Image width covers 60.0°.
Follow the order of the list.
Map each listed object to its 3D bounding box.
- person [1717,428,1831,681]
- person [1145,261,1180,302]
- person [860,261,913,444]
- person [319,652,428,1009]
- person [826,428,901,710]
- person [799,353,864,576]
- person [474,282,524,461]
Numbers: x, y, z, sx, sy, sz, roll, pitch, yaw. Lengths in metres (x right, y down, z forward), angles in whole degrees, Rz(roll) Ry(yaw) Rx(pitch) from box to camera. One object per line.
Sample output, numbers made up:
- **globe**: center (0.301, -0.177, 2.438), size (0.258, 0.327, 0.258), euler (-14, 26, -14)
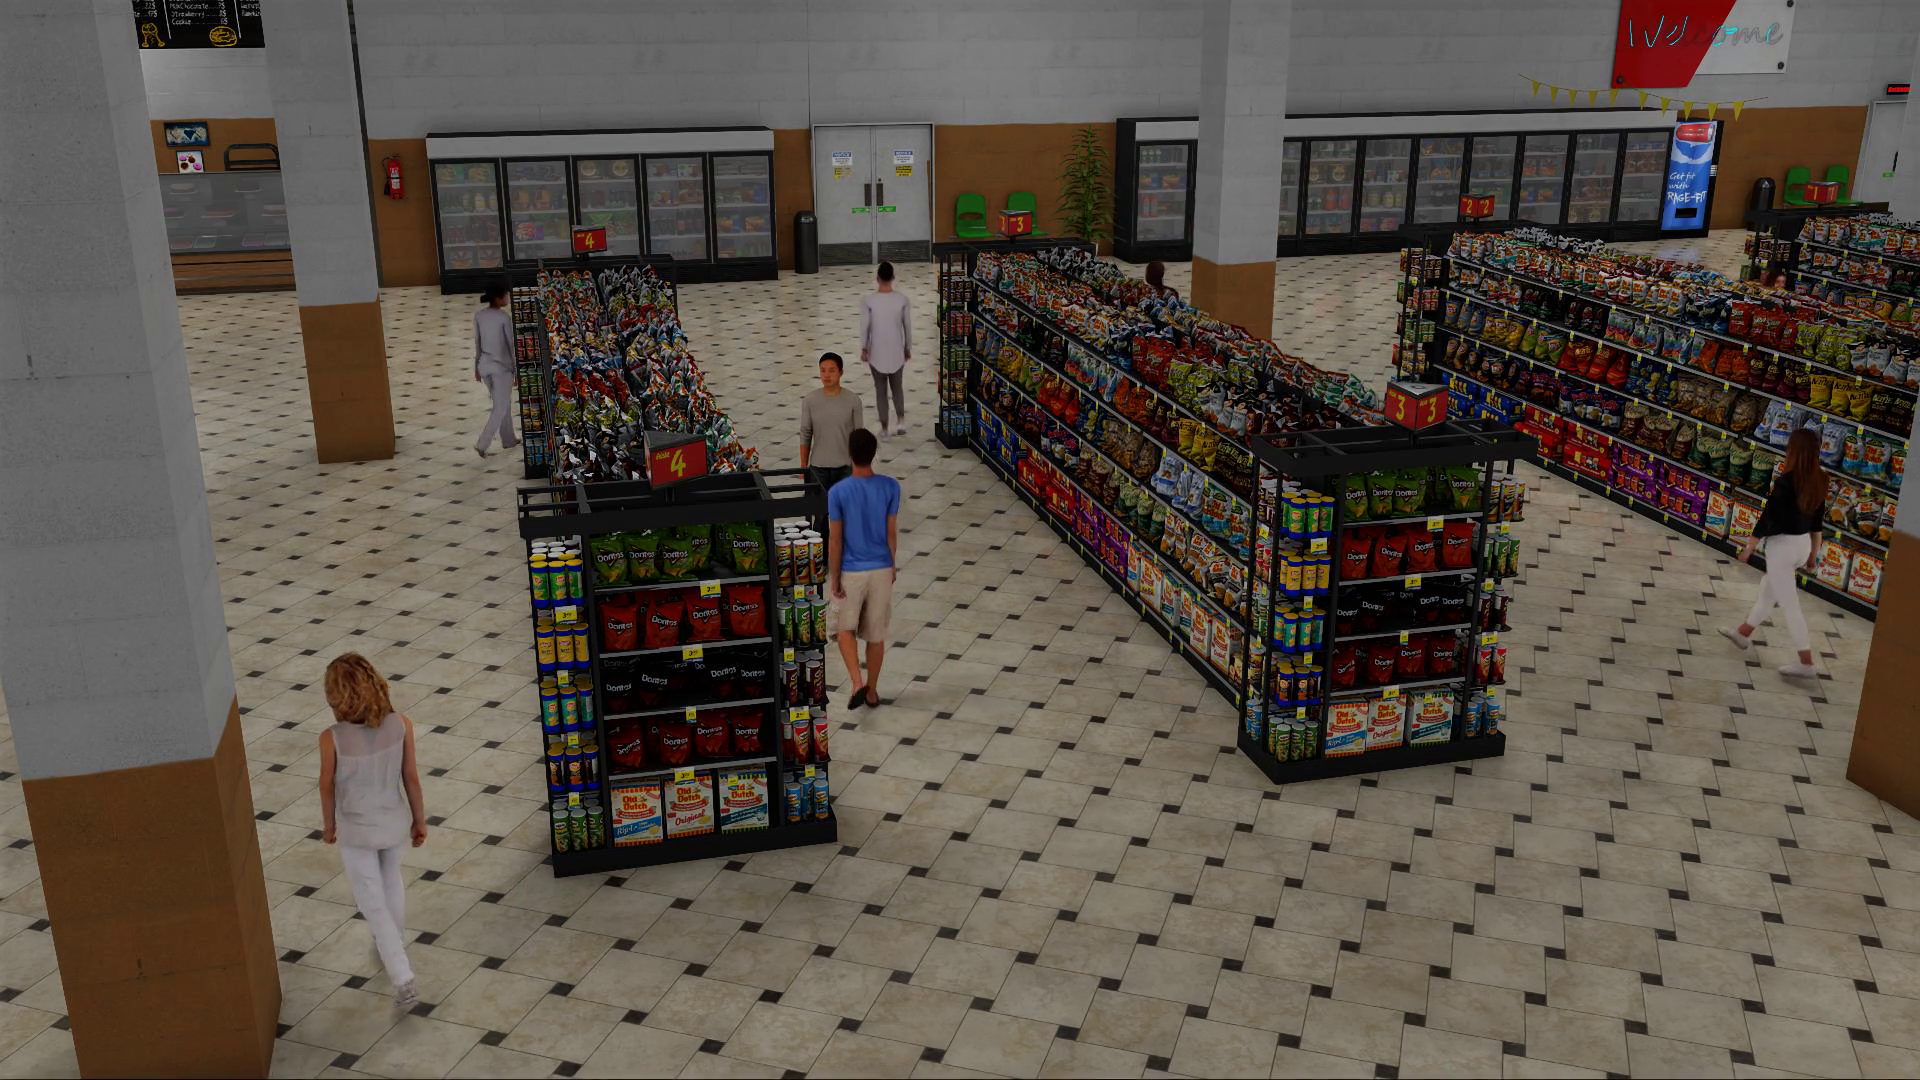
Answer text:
- **person**: center (5.584, 0.124, 11.106), size (0.734, 1.661, 1.132), euler (-8, 20, -23)
- **person**: center (2.038, -1.904, 16.902), size (0.914, 1.800, 1.242), euler (-11, 22, -30)
- **person**: center (-0.725, -1.879, 16.779), size (0.654, 1.831, 0.631), euler (-5, 19, -14)
- **person**: center (-2.638, 1.346, 7.524), size (0.871, 1.634, 1.124), euler (-15, 24, -38)
- **person**: center (-0.582, 0.230, 10.495), size (0.625, 1.849, 0.821), euler (-5, 19, -15)
- **person**: center (-0.983, -0.577, 12.949), size (0.717, 1.811, 0.645), euler (1, 19, 2)
- **person**: center (-4.559, -1.618, 16.213), size (1.104, 1.698, 1.209), euler (8, 20, 22)
